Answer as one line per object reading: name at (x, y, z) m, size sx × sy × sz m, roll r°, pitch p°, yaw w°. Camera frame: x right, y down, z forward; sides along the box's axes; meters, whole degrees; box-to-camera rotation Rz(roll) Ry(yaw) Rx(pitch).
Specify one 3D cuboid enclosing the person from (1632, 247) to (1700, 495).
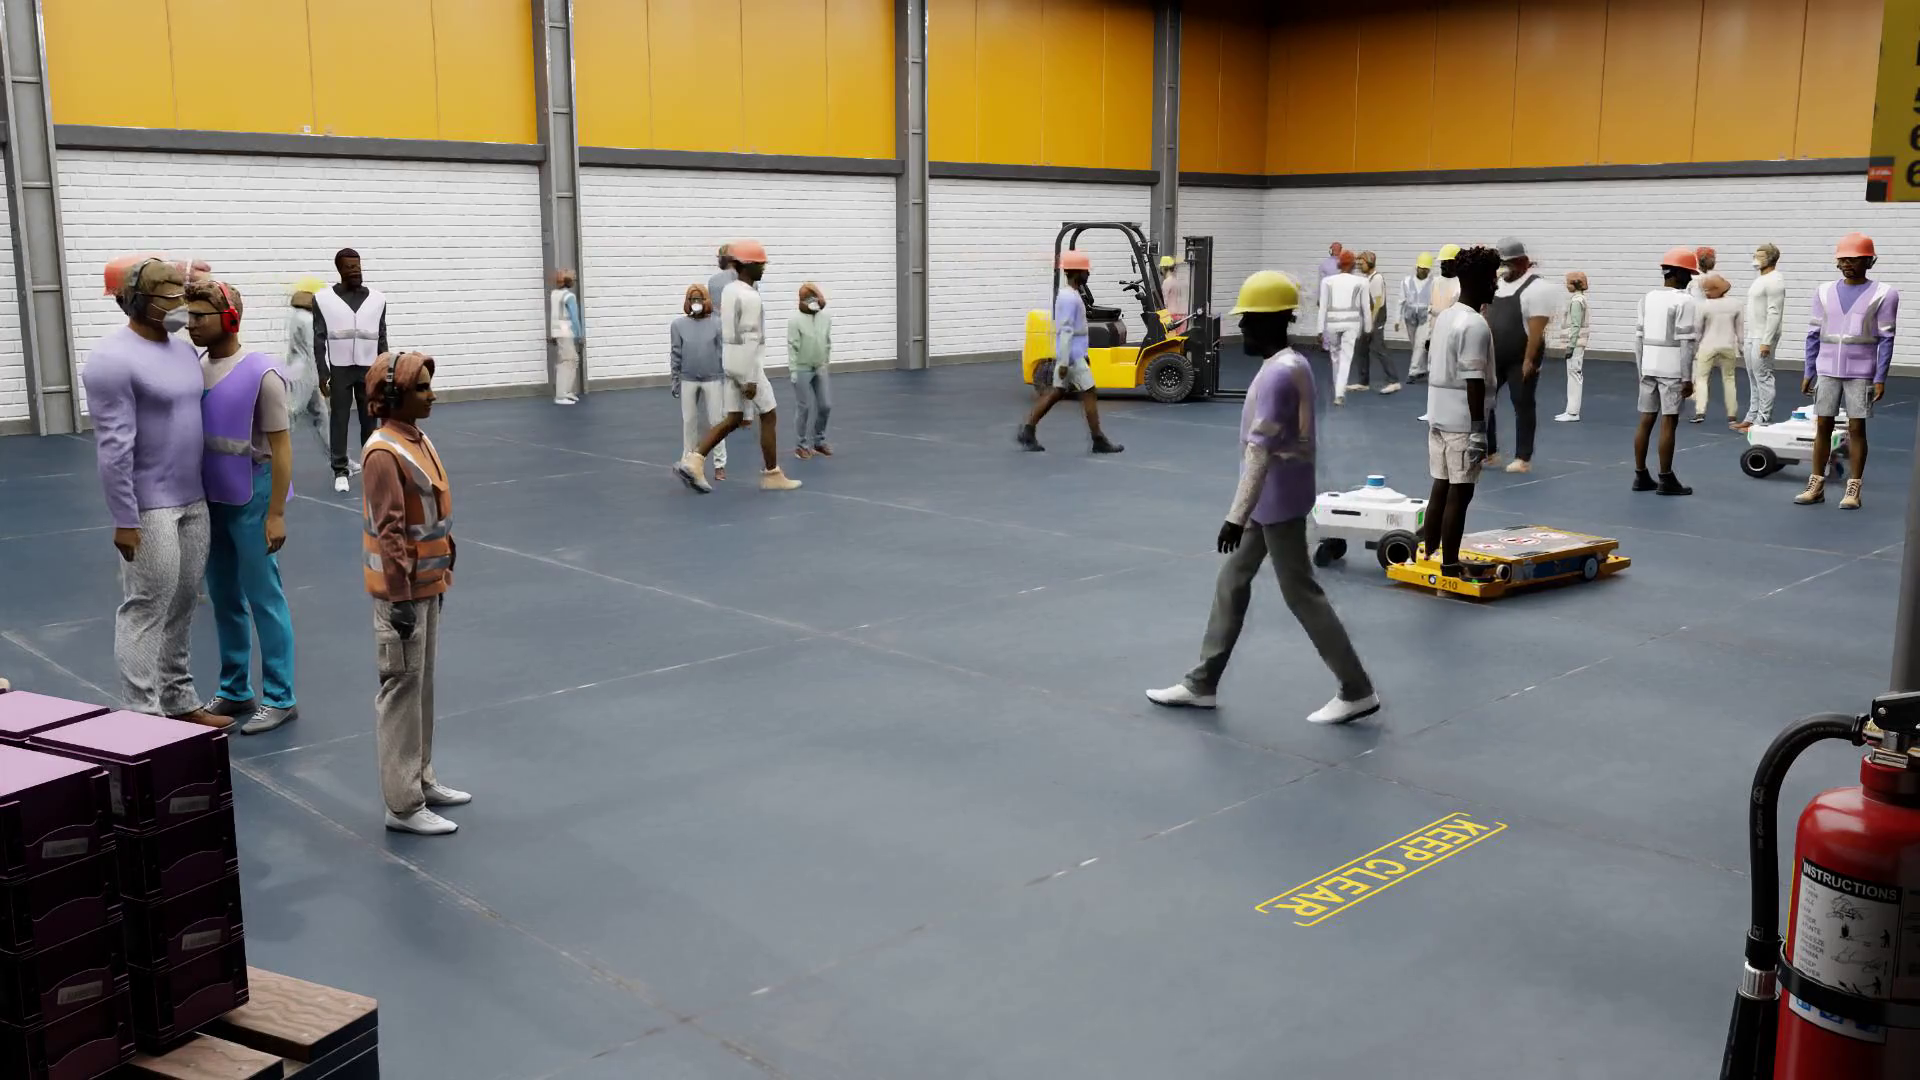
person at (5.541, -1.316, 13.029) m, size 0.385 × 1.927 × 0.546 m, roll -4°, pitch 11°, yaw -20°

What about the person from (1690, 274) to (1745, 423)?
person at (8.164, -2.043, 17.869) m, size 0.561 × 1.616 × 0.376 m, roll 1°, pitch 10°, yaw 7°

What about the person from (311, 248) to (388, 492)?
person at (-4.843, -1.358, 13.279) m, size 0.592 × 1.922 × 0.392 m, roll -8°, pitch 13°, yaw -37°

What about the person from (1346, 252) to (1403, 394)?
person at (5.349, -2.784, 21.383) m, size 0.530 × 1.810 × 0.755 m, roll -1°, pitch 10°, yaw -7°

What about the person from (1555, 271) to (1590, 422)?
person at (6.688, -2.104, 18.121) m, size 0.307 × 1.637 × 0.511 m, roll 4°, pitch 11°, yaw 21°

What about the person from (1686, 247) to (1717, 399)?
person at (9.159, -2.681, 20.665) m, size 0.345 × 1.874 × 0.613 m, roll 5°, pitch 12°, yaw 27°

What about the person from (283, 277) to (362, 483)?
person at (-5.381, -1.312, 13.683) m, size 0.937 × 1.677 × 0.542 m, roll -6°, pitch 12°, yaw -31°

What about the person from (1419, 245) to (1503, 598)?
person at (2.825, -0.664, 9.365) m, size 0.363 × 1.963 × 0.612 m, roll -1°, pitch 10°, yaw -3°

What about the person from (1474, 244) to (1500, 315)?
person at (6.889, -2.982, 22.181) m, size 0.639 × 1.905 × 0.407 m, roll 10°, pitch 14°, yaw 43°

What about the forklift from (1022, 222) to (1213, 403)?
forklift at (1.935, -2.847, 20.651) m, size 2.313 × 2.155 × 1.214 m, roll 2°, pitch 11°, yaw 13°

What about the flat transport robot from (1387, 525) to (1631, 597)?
flat transport robot at (3.248, 0.106, 9.795) m, size 1.431 × 0.197 × 0.652 m, roll -7°, pitch 13°, yaw -35°

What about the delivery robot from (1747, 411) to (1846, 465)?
delivery robot at (6.980, -0.831, 13.876) m, size 0.707 × 0.478 × 0.477 m, roll 8°, pitch 13°, yaw 38°

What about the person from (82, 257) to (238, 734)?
person at (-3.127, -0.126, 6.515) m, size 0.355 × 1.936 × 0.635 m, roll 1°, pitch 10°, yaw 4°

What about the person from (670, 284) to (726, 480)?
person at (-2.147, -1.301, 13.773) m, size 0.501 × 1.626 × 0.278 m, roll 0°, pitch 10°, yaw 2°

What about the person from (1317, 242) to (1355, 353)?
person at (6.477, -4.187, 28.757) m, size 0.639 × 1.903 × 0.409 m, roll -1°, pitch 10°, yaw -5°

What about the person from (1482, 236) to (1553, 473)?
person at (4.666, -1.581, 14.166) m, size 0.610 × 2.000 × 0.704 m, roll -7°, pitch 13°, yaw -34°

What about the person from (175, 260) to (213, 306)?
person at (-4.763, -0.781, 10.288) m, size 0.658 × 1.871 × 0.651 m, roll -7°, pitch 12°, yaw -32°

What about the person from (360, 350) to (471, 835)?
person at (-1.876, 0.176, 5.678) m, size 0.305 × 1.640 × 0.522 m, roll -1°, pitch 10°, yaw -7°

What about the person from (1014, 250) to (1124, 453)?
person at (0.998, -1.740, 15.458) m, size 0.998 × 1.900 × 0.547 m, roll 0°, pitch 10°, yaw -1°

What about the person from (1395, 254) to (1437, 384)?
person at (6.310, -3.034, 22.853) m, size 0.617 × 1.771 × 0.914 m, roll 6°, pitch 12°, yaw 28°

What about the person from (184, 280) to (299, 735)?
person at (-2.960, -0.136, 6.815) m, size 0.569 × 1.844 × 0.378 m, roll 5°, pitch 12°, yaw 27°

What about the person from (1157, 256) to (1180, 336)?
person at (3.087, -3.322, 24.532) m, size 0.898 × 1.722 × 0.536 m, roll 3°, pitch 11°, yaw 18°

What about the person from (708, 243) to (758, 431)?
person at (-2.372, -2.107, 17.311) m, size 0.358 × 1.938 × 0.636 m, roll 9°, pitch 14°, yaw 39°

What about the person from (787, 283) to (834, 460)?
person at (-1.363, -1.510, 14.965) m, size 0.519 × 1.598 × 0.459 m, roll -8°, pitch 13°, yaw -38°

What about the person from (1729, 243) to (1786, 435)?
person at (8.163, -2.042, 16.954) m, size 0.365 × 1.939 × 0.636 m, roll 2°, pitch 11°, yaw 10°

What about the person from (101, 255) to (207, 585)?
person at (-4.174, -0.545, 8.853) m, size 1.008 × 1.913 × 0.672 m, roll 7°, pitch 12°, yaw 32°

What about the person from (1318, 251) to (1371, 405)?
person at (4.642, -2.556, 20.059) m, size 0.603 × 1.832 × 0.994 m, roll 4°, pitch 11°, yaw 22°

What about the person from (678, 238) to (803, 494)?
person at (-1.748, -1.350, 13.021) m, size 0.923 × 2.013 × 0.621 m, roll -6°, pitch 12°, yaw -31°

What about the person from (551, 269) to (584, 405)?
person at (-4.684, -2.426, 19.913) m, size 0.514 × 1.619 × 0.541 m, roll -8°, pitch 13°, yaw -37°

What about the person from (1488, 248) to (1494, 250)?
person at (7.520, -3.223, 23.665) m, size 0.634 × 1.841 × 0.429 m, roll -9°, pitch 14°, yaw -41°

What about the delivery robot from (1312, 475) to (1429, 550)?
delivery robot at (2.528, -0.151, 10.166) m, size 0.707 × 0.478 × 0.477 m, roll 6°, pitch 12°, yaw 30°

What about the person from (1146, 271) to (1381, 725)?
person at (1.311, -0.164, 6.892) m, size 0.976 × 1.886 × 0.605 m, roll 2°, pitch 11°, yaw 10°

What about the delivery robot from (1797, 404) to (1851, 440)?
delivery robot at (7.947, -1.091, 15.289) m, size 0.477 × 0.478 × 0.707 m, roll 2°, pitch 11°, yaw 14°

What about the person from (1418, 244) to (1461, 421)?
person at (5.267, -2.224, 17.983) m, size 0.368 × 1.927 × 0.587 m, roll -6°, pitch 12°, yaw -31°

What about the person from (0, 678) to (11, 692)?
person at (-4.421, -0.117, 7.126) m, size 0.529 × 1.695 × 0.321 m, roll -3°, pitch 11°, yaw -15°

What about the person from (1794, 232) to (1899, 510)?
person at (6.574, -1.250, 12.353) m, size 0.378 × 2.044 × 0.607 m, roll -9°, pitch 14°, yaw -42°
